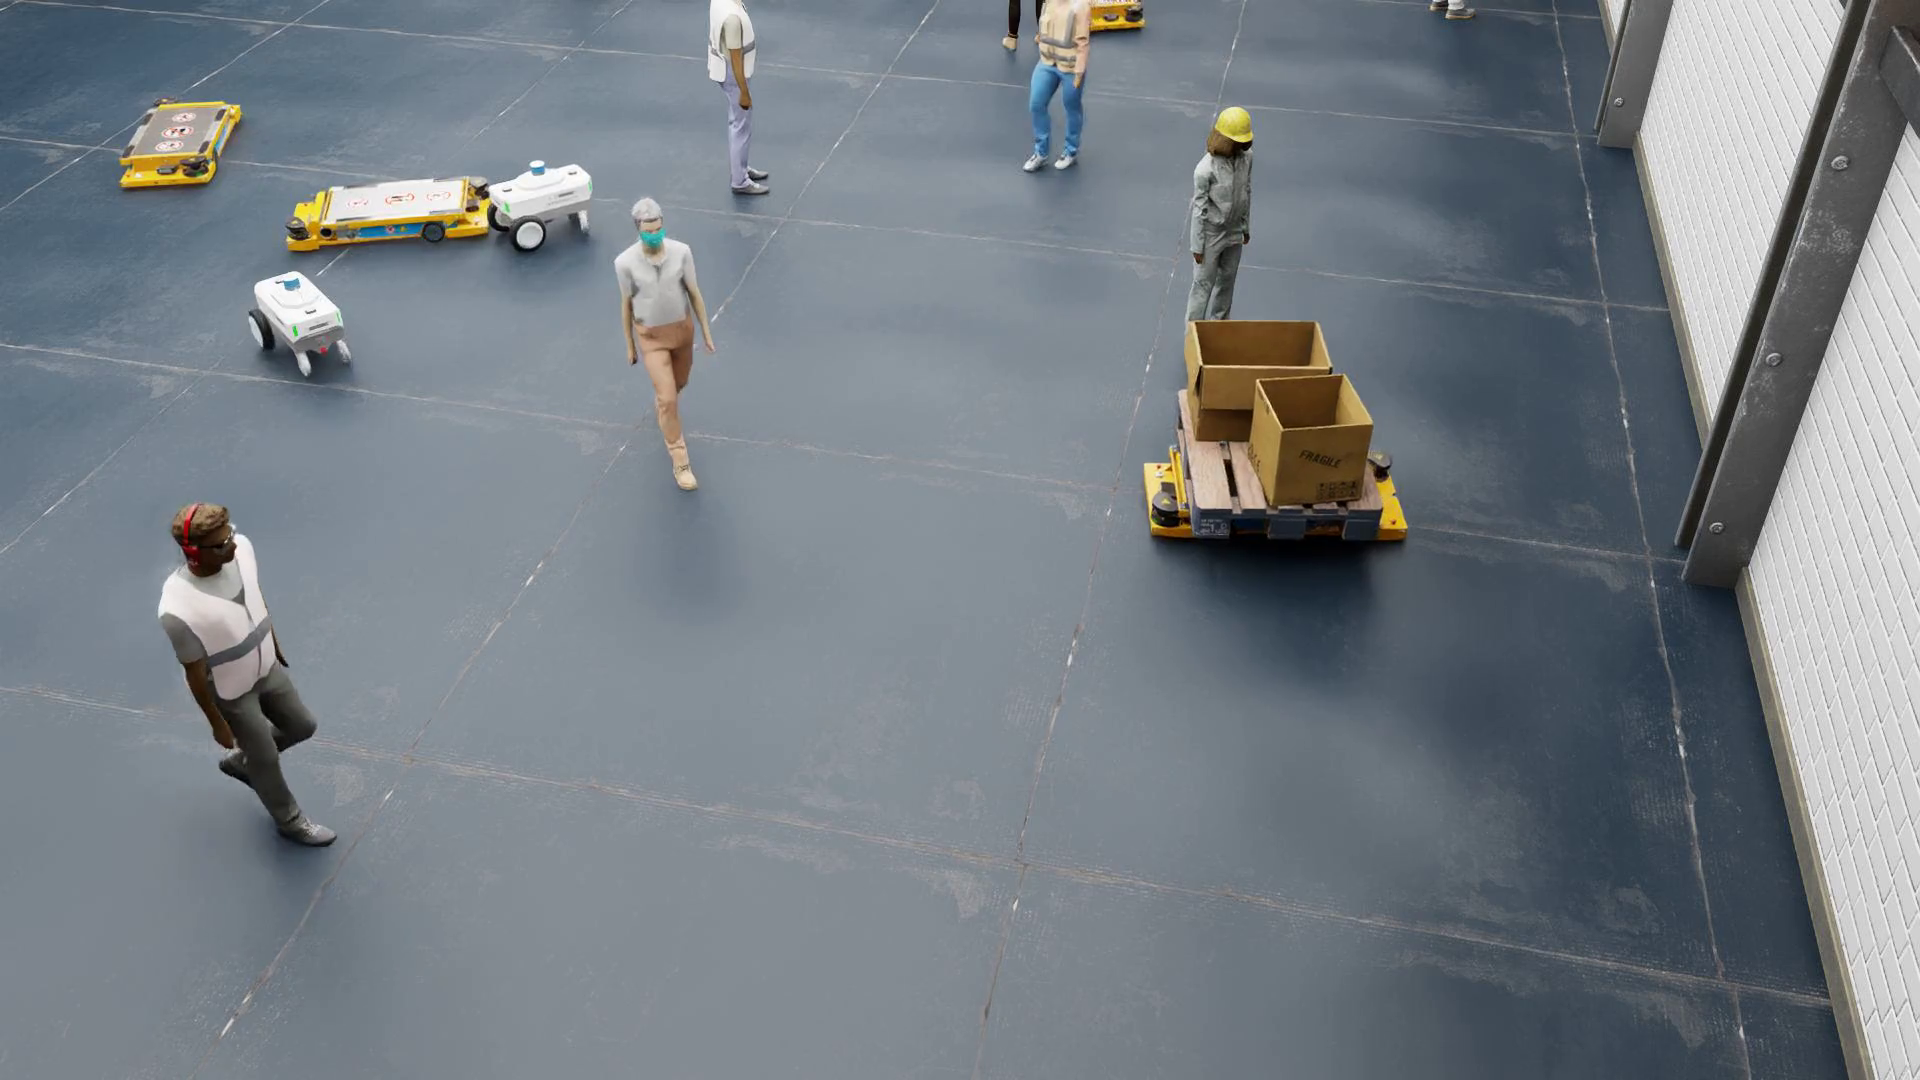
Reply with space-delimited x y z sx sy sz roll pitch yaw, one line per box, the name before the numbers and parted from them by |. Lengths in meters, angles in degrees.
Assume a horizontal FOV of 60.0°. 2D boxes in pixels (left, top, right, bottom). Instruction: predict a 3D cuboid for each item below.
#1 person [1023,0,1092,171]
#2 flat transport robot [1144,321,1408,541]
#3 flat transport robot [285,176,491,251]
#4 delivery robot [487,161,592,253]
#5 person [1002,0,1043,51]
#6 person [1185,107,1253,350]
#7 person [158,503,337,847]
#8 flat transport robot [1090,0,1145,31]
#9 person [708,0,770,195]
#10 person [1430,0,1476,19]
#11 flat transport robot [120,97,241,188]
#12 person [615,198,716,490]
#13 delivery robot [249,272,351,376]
person | 0.744 -3.673 12.920 0.527 1.705 0.617 27 44 31
flat transport robot | 1.800 -0.271 9.582 1.431 0.231 0.659 1 37 1
flat transport robot | -4.278 -2.454 12.503 1.431 0.231 0.659 -7 37 -9
delivery robot | -3.119 -2.491 12.328 0.785 0.613 0.525 -23 42 -28
person | 0.611 -5.314 15.144 0.532 1.691 0.322 -7 37 -9
person | 1.667 -1.934 10.587 0.488 1.730 0.321 -27 45 -31
person | -3.104 0.593 7.121 0.495 1.826 0.571 8 37 10
flat transport robot | 1.301 -5.341 16.365 0.659 0.231 1.431 -7 37 -10
person | -1.695 -3.506 12.608 0.414 1.830 0.572 -8 37 -10
person | 4.814 -5.942 15.823 0.355 1.883 0.572 -12 38 -16
flat transport robot | -6.358 -3.264 13.587 0.659 0.231 1.431 -6 37 -7
person | -1.714 -1.226 9.655 0.479 1.713 0.850 -16 40 -20
delivery robot | -4.349 -1.468 10.958 0.499 0.612 0.814 -26 44 -30
